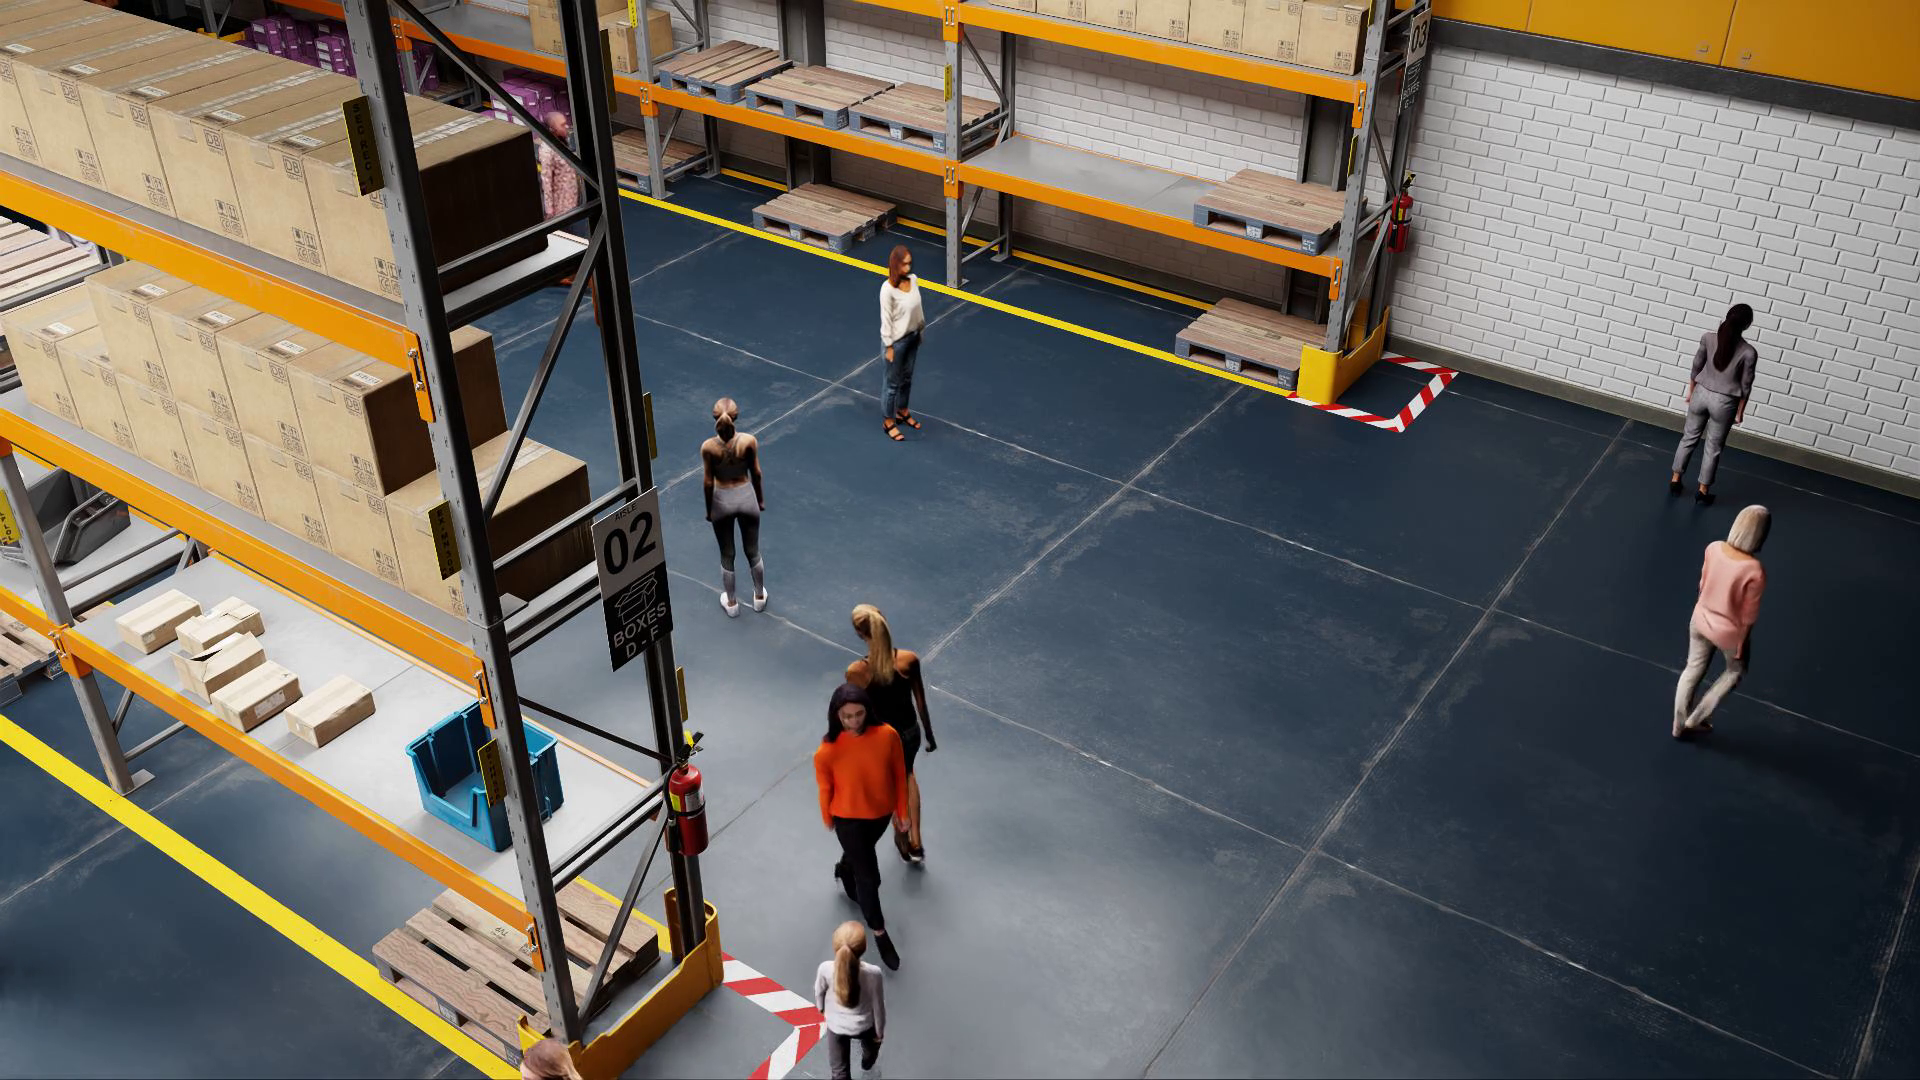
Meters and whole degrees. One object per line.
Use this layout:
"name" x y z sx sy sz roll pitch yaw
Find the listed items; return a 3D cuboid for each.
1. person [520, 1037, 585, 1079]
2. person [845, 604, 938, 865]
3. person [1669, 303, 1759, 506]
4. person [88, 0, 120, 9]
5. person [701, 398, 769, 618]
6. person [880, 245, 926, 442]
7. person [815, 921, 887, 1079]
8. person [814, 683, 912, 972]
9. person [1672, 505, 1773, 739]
"person" -1.551 2.714 7.123 0.831 1.681 1.022 -26 41 -33
"person" -0.379 1.165 9.323 0.820 1.826 0.876 -5 34 -8
"person" 5.792 -1.046 12.782 0.728 1.678 0.588 -28 43 -35
"person" -11.537 -7.386 22.281 0.840 1.722 0.758 -8 35 -12
"person" -1.564 -0.229 11.530 0.663 1.703 0.707 -9 35 -13
"person" -0.493 -1.644 13.679 0.527 1.680 0.616 22 39 29
"person" -0.537 2.385 8.011 0.889 1.246 0.853 1 34 2
"person" -0.556 1.442 9.011 0.888 1.708 1.111 -17 37 -24
"person" 4.667 0.558 10.333 0.772 1.717 0.671 -17 37 -24
